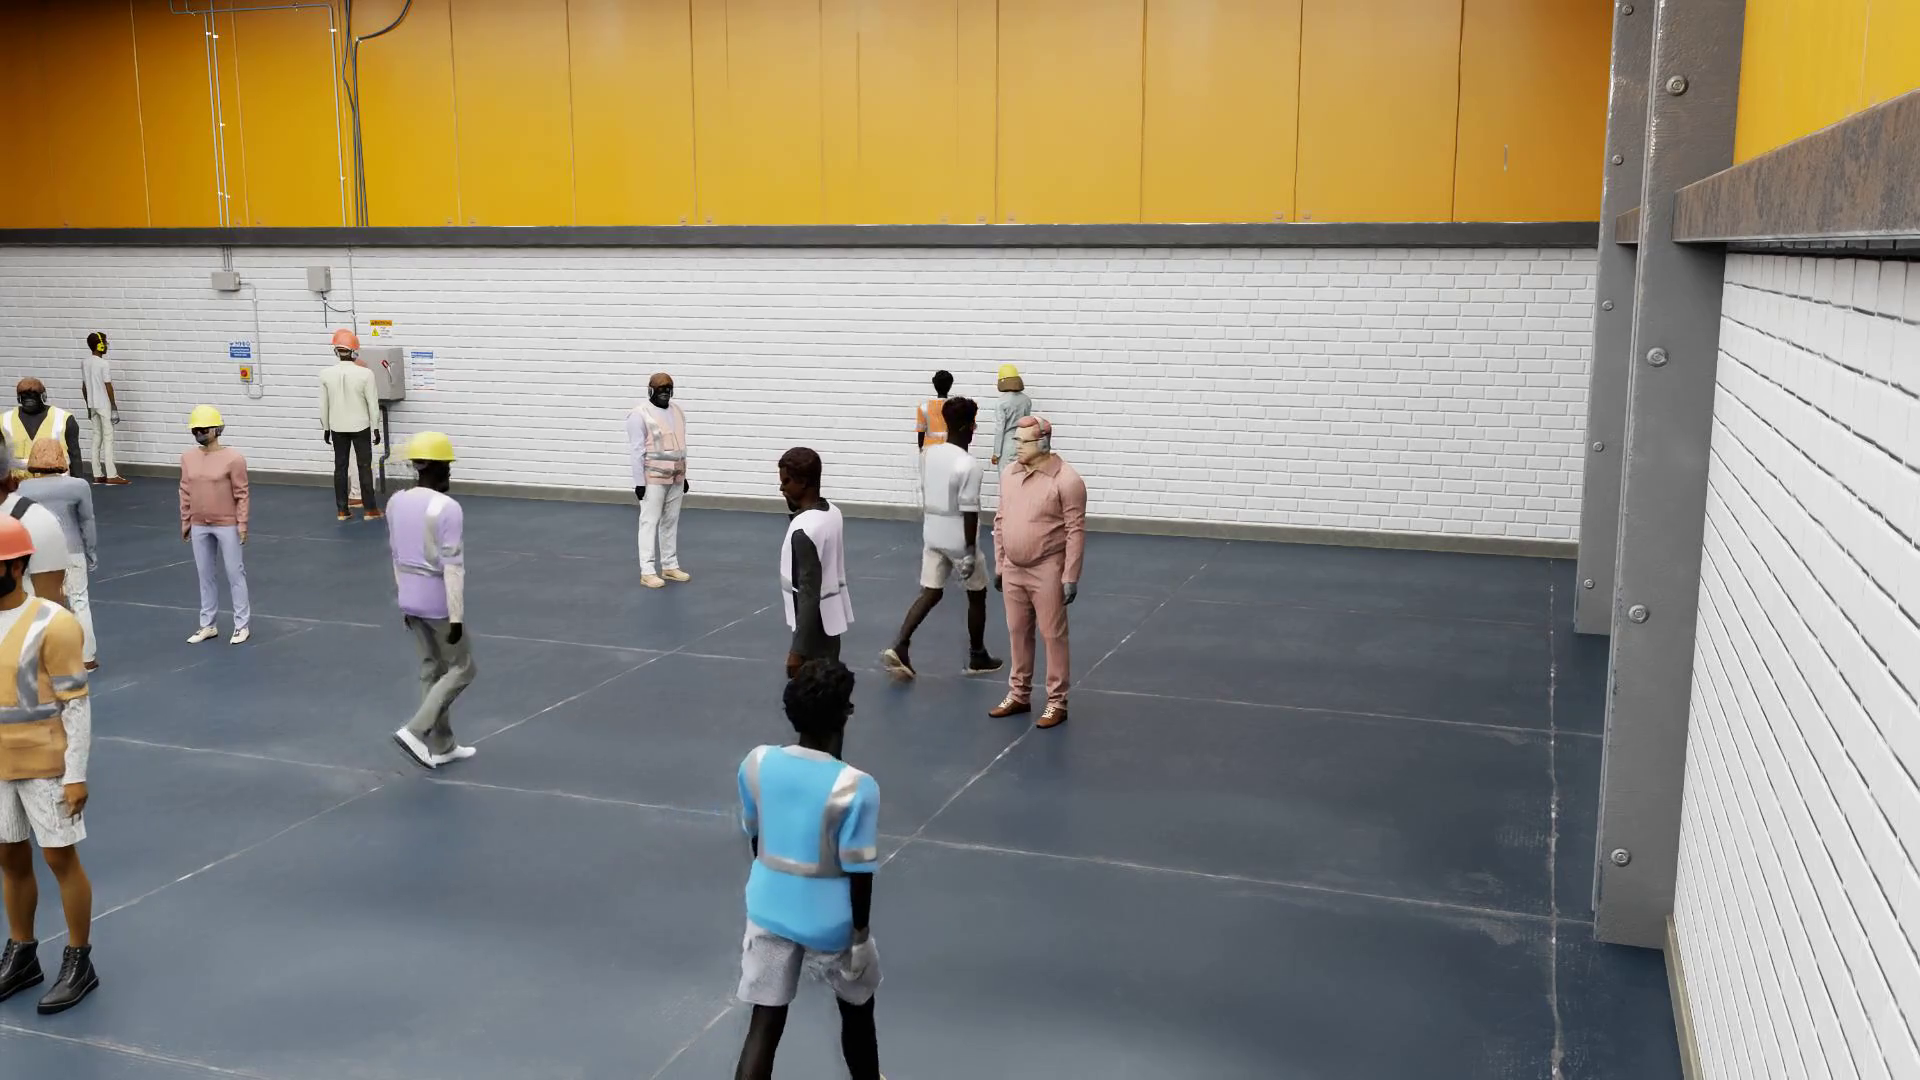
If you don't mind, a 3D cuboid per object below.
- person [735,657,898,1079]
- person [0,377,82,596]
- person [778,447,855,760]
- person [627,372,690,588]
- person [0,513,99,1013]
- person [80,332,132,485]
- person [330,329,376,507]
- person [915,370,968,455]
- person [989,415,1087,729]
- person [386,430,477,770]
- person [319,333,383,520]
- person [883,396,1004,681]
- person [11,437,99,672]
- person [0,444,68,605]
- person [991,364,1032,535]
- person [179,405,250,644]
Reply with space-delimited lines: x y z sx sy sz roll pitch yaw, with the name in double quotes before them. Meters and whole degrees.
"person" -0.482 1.186 5.233 0.534 1.657 0.859 5 11 25
"person" -7.644 -0.433 13.824 0.634 1.840 0.429 -3 11 -17
"person" -0.747 0.472 8.516 0.392 1.915 0.587 1 10 6
"person" -2.565 -0.524 14.340 0.429 1.839 0.634 7 12 33
"person" -3.580 0.847 6.336 0.545 1.939 0.374 3 10 14
"person" -10.474 -1.602 20.322 0.520 1.871 0.326 5 11 25
"person" -6.810 -1.358 18.596 0.395 1.994 0.612 2 10 11
"person" -0.165 -0.831 16.465 0.541 1.697 0.315 2 10 9
"person" 0.446 0.189 10.138 0.652 1.904 0.403 9 13 41
"person" -2.957 0.348 9.231 0.583 1.909 0.524 6 12 32
"person" -6.487 -1.205 17.735 0.623 1.992 0.397 0 10 -1
"person" -0.111 -0.004 11.150 0.899 1.938 0.611 -9 14 -43
"person" -6.138 0.118 11.302 0.507 1.633 0.278 -7 12 -33
"person" -4.810 0.448 8.296 0.717 2.000 0.625 1 10 4
"person" 0.504 -0.903 16.767 0.484 1.736 0.306 -9 14 -43
"person" -5.471 -0.104 12.201 0.524 1.760 0.327 1 10 7
